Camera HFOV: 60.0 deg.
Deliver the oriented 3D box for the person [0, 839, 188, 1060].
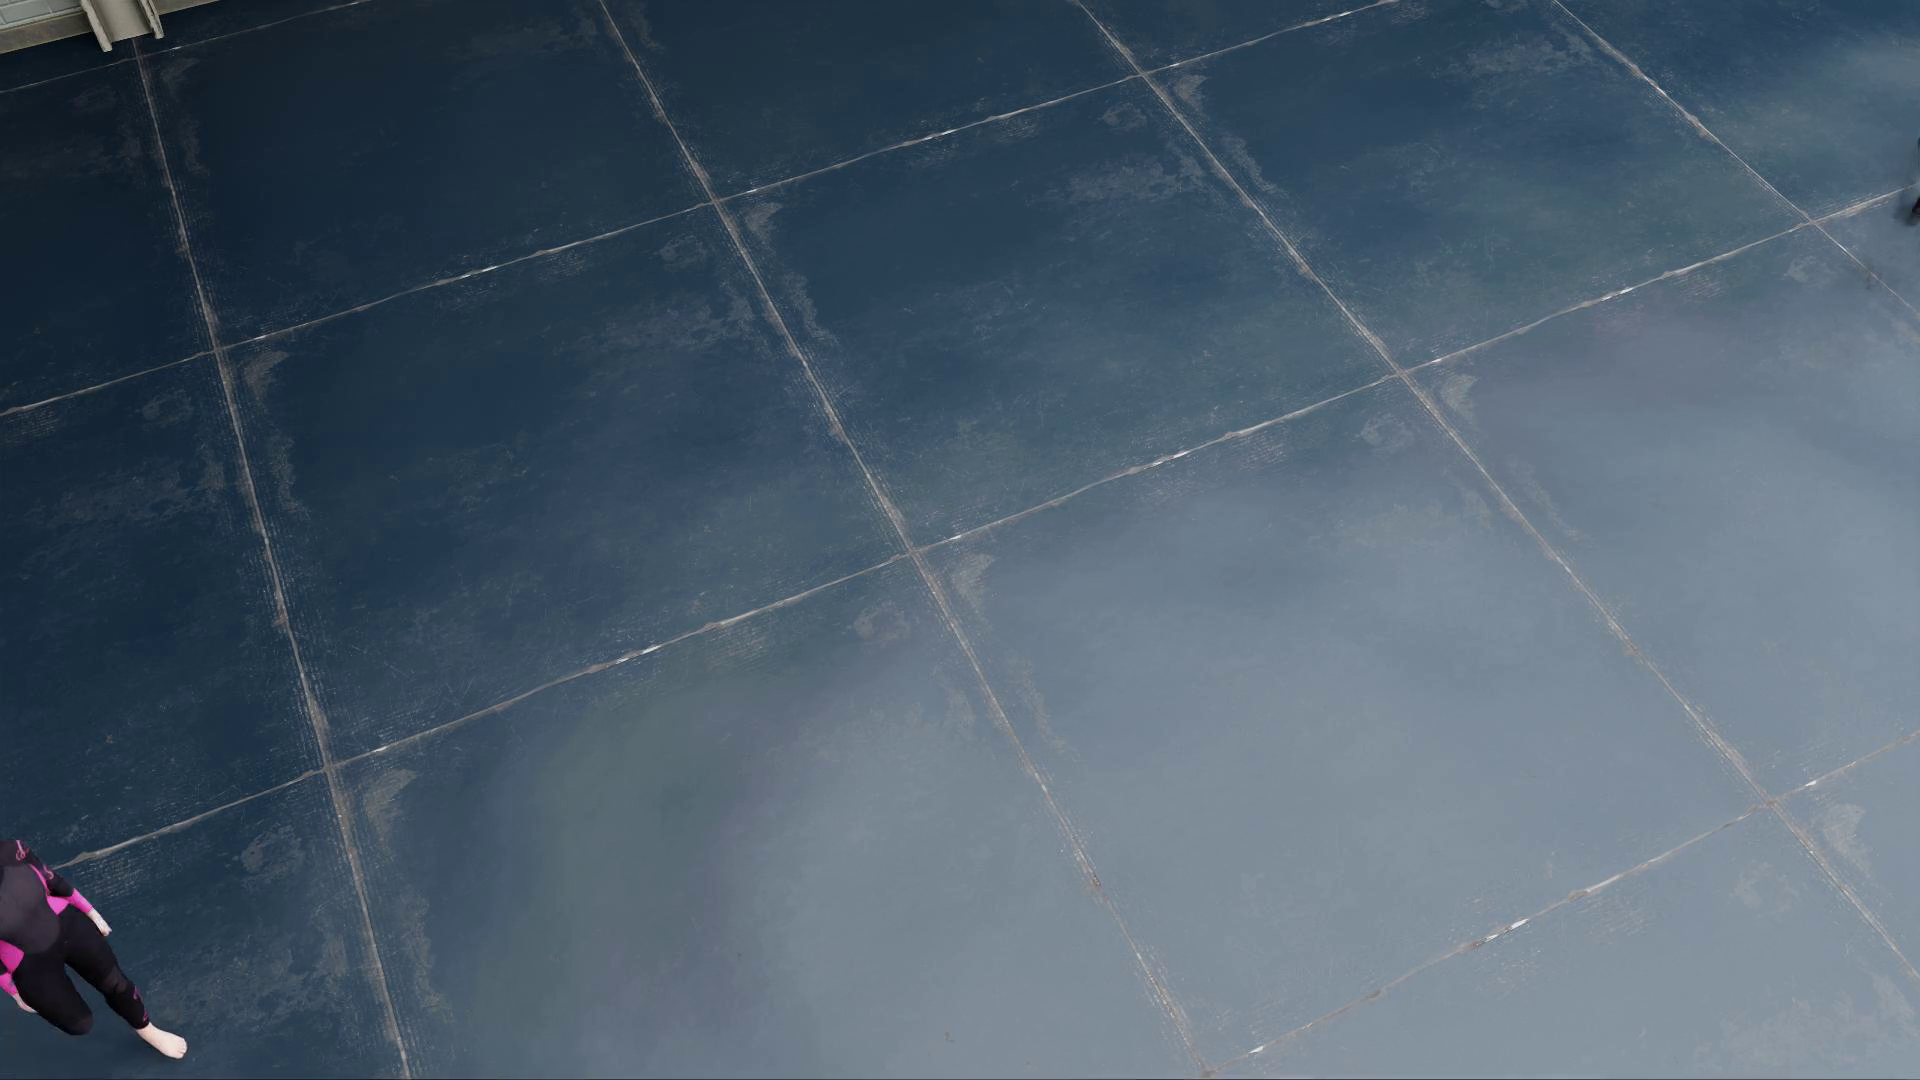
[{"bbox_3d":[-3.519,1.537,6.326,0.899,1.741,0.857,20,55,15],"label":"person"}]
